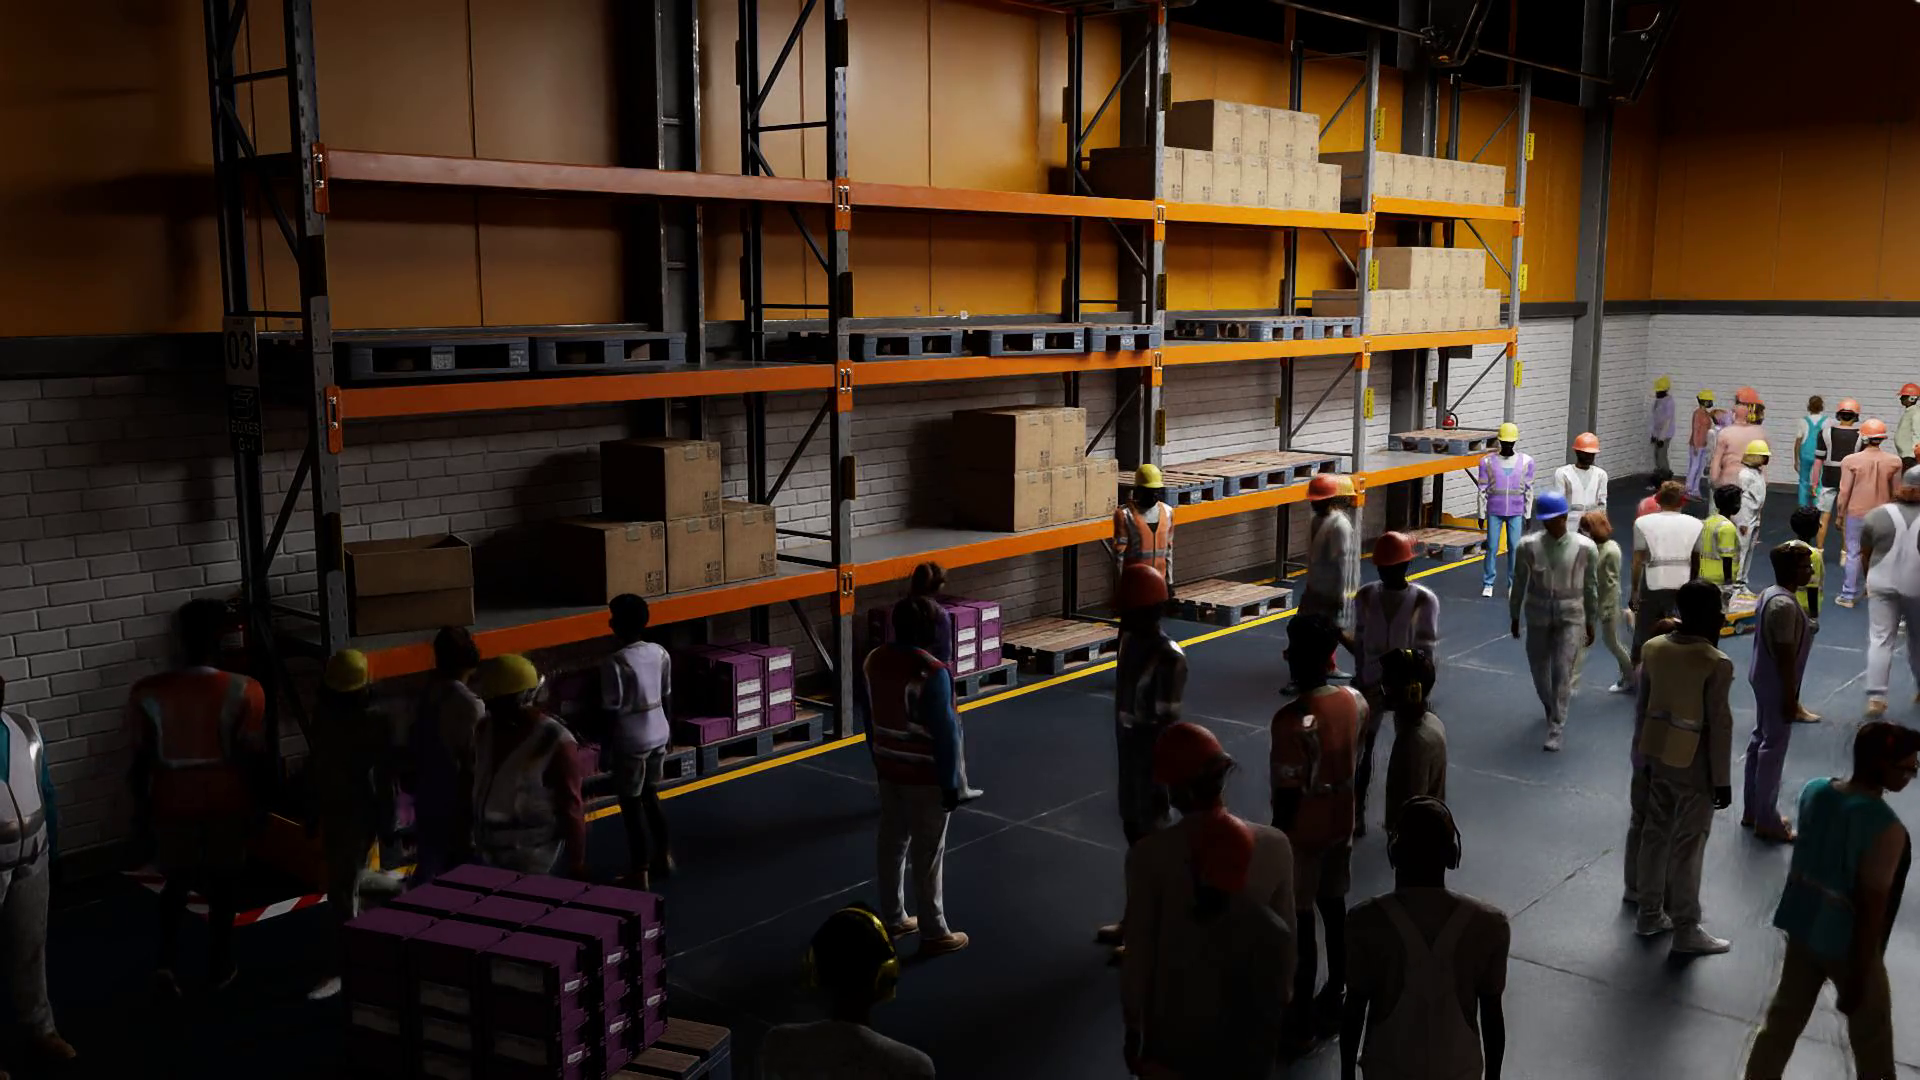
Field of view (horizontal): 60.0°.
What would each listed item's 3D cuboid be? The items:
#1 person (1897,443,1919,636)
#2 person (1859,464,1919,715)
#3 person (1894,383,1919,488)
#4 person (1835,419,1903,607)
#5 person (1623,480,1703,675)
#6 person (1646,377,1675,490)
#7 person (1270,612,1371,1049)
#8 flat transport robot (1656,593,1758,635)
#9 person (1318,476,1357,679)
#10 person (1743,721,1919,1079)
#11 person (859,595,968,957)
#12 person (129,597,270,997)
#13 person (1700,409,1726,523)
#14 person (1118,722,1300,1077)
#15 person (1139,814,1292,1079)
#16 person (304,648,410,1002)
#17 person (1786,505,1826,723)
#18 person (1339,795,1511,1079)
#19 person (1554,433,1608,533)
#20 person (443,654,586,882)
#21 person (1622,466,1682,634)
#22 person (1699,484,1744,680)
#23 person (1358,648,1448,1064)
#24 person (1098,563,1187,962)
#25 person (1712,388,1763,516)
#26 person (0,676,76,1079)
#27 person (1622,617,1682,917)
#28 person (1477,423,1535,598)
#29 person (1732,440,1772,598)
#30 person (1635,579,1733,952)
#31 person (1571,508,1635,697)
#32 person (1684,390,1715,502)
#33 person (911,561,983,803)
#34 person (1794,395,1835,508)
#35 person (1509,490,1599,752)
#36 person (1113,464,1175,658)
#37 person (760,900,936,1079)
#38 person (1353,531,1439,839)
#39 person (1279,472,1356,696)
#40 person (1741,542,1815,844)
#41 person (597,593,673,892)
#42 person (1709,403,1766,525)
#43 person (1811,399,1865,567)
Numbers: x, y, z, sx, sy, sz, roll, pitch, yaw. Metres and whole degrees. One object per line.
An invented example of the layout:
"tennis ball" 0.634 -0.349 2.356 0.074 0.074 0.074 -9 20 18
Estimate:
"person" 9.288 -0.004 16.113 0.350 1.882 0.583 4 10 27
"person" 7.588 0.348 13.331 0.696 2.000 1.050 7 11 37
"person" 13.464 -1.230 23.652 0.378 1.996 0.610 3 9 17
"person" 9.545 -0.277 17.501 0.622 1.995 0.374 1 9 8
"person" 5.837 0.402 13.808 0.610 1.783 0.977 0 9 3
"person" 11.441 -1.711 27.132 0.391 1.890 0.659 1 9 5
"person" 1.574 1.292 7.478 0.600 1.967 0.368 -8 12 -41
"flat transport robot" 7.662 0.731 16.546 1.431 0.197 0.652 -5 10 -31
"person" 3.257 0.319 14.435 0.340 1.759 0.530 -2 9 -13
"person" 3.419 1.547 6.408 0.972 1.781 0.621 -2 9 -12
"person" -0.221 1.194 8.519 0.430 1.845 0.619 -8 12 -43
"person" -3.594 1.243 7.889 0.627 1.946 0.524 -1 9 -10
"person" 10.754 -1.044 23.604 0.515 1.638 0.315 -5 10 -31
"person" 0.859 1.583 5.744 0.645 1.932 0.986 0 9 -3
"person" 0.851 1.718 5.628 0.592 1.714 0.694 7 11 39
"person" -2.902 1.326 8.121 0.484 1.698 0.739 6 11 34
"person" 6.569 0.570 13.010 0.315 1.695 0.540 0 9 2
"person" 1.445 1.707 5.235 0.503 1.839 0.349 1 9 9
"person" 6.226 -0.117 16.710 0.545 1.931 0.385 0 9 -1
"person" -2.003 1.379 7.581 0.583 1.784 0.970 6 11 35
"person" 6.642 0.127 15.935 0.642 1.666 0.542 -3 9 -16
"person" 6.581 0.352 14.412 0.317 1.695 0.540 1 9 8
"person" 1.951 1.382 7.260 0.334 1.860 0.509 3 9 17
"person" 0.909 1.119 8.404 0.402 2.036 0.607 -3 9 -16
"person" 10.590 -1.076 22.689 0.687 2.002 0.684 -2 9 -13
"person" -4.144 1.418 7.116 0.429 1.833 0.637 4 10 25
"person" 3.788 1.224 8.975 0.311 1.639 0.516 -1 9 -7
"person" 5.905 -0.315 18.023 0.581 1.918 0.400 2 9 11
"person" 8.504 -0.209 17.879 0.320 1.742 0.492 8 12 42
"person" 3.715 1.150 8.553 0.392 1.920 0.587 -3 9 -18
"person" 5.293 0.516 13.694 0.768 1.593 0.503 -4 10 -23
"person" 11.566 -1.467 25.950 0.333 1.761 0.528 8 12 43
"person" -0.131 0.939 10.850 0.674 1.614 0.540 -7 11 -38
"person" 12.221 -1.163 23.811 0.511 1.819 0.827 4 10 26
"person" 4.447 0.555 12.449 0.630 1.913 0.871 5 10 28
"person" 1.551 0.320 13.897 0.590 1.920 0.388 -4 10 -26
"person" -0.331 1.864 4.205 0.526 1.850 0.713 4 10 26
"person" 2.610 0.908 10.170 0.547 1.907 0.842 5 10 31
"person" 3.096 0.357 13.805 0.875 1.895 0.596 -4 10 -23
"person" 5.050 0.924 10.246 0.344 1.847 0.504 2 9 12
"person" -1.833 1.138 9.378 0.333 1.685 0.534 4 10 23
"person" 9.962 -0.798 21.237 0.657 1.881 0.783 -1 9 -9
"person" 10.624 -0.686 20.054 0.615 2.029 0.409 5 10 29
